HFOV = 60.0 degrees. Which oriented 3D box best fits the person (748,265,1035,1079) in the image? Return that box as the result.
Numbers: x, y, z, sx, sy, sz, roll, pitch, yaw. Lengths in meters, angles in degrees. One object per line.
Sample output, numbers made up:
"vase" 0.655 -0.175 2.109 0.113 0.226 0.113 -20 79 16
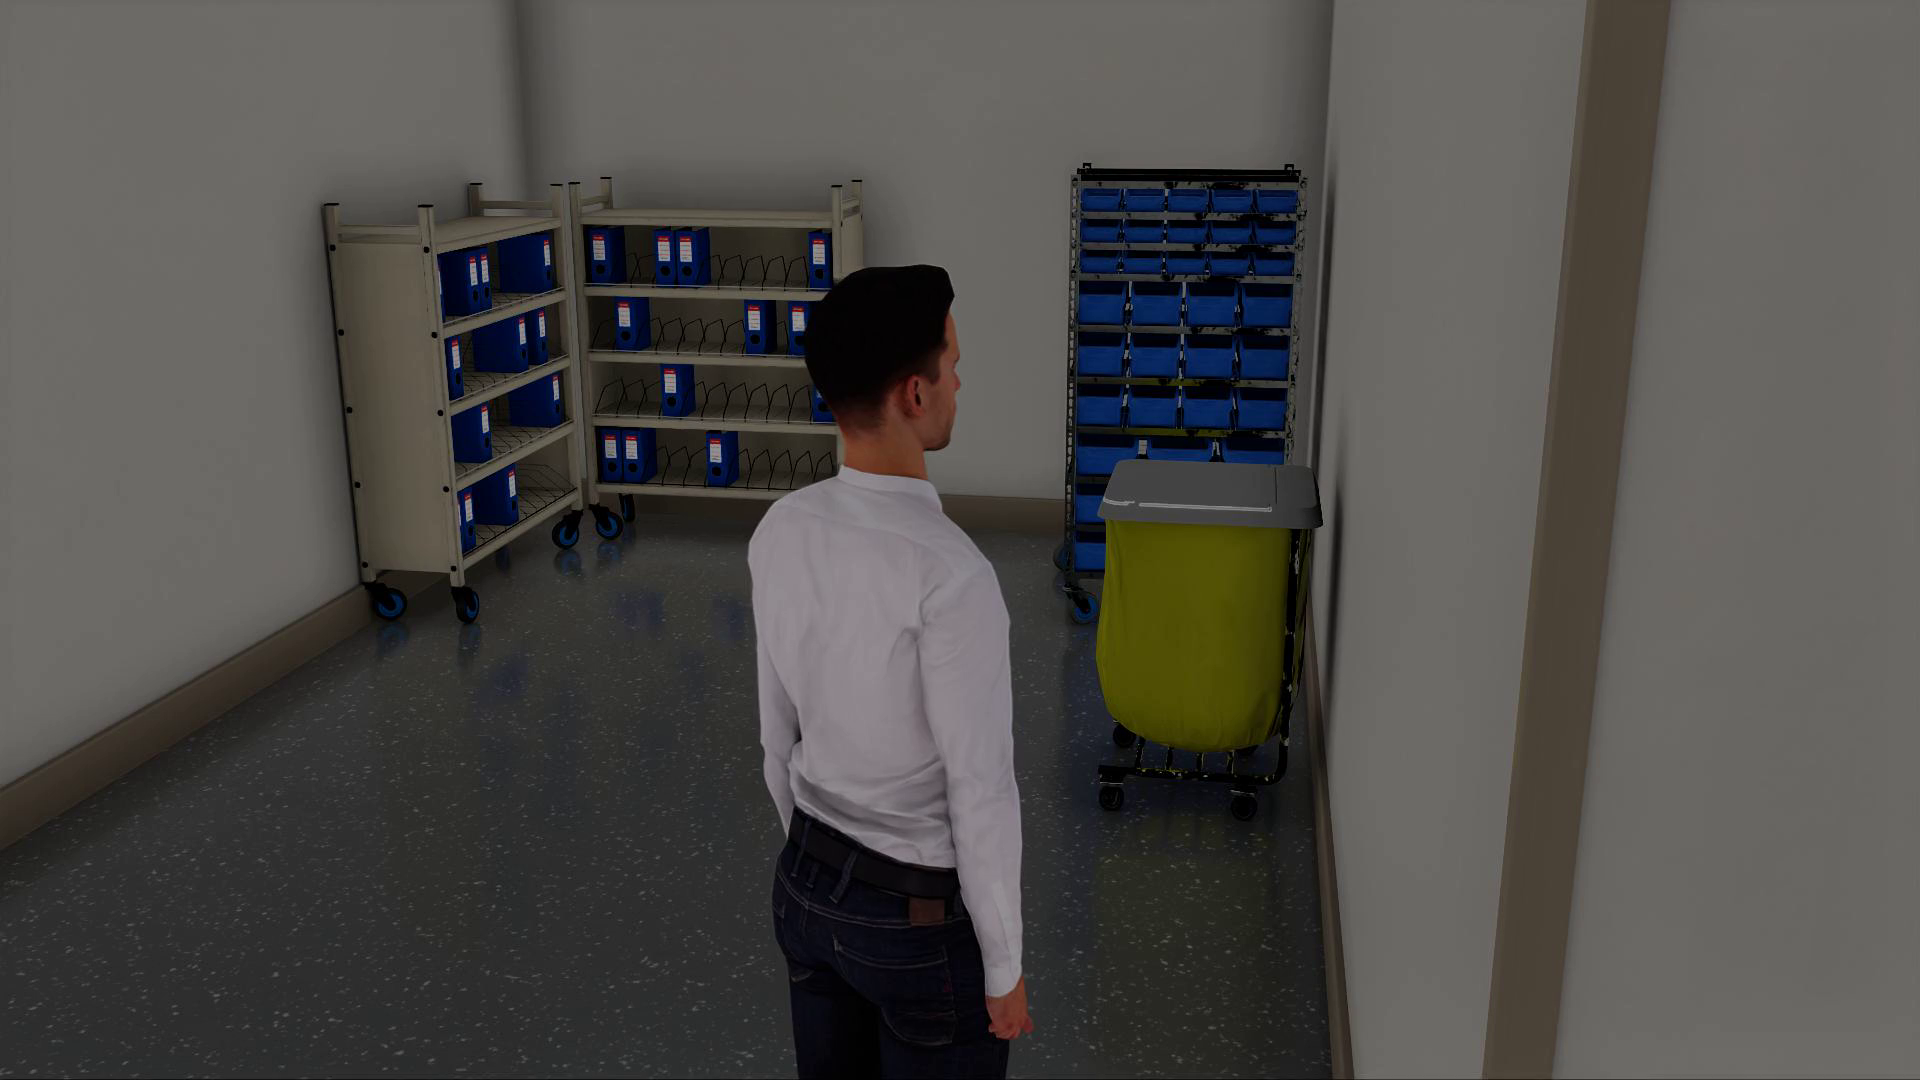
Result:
"person" -0.111 0.534 2.427 0.696 1.868 0.782 15 21 42
